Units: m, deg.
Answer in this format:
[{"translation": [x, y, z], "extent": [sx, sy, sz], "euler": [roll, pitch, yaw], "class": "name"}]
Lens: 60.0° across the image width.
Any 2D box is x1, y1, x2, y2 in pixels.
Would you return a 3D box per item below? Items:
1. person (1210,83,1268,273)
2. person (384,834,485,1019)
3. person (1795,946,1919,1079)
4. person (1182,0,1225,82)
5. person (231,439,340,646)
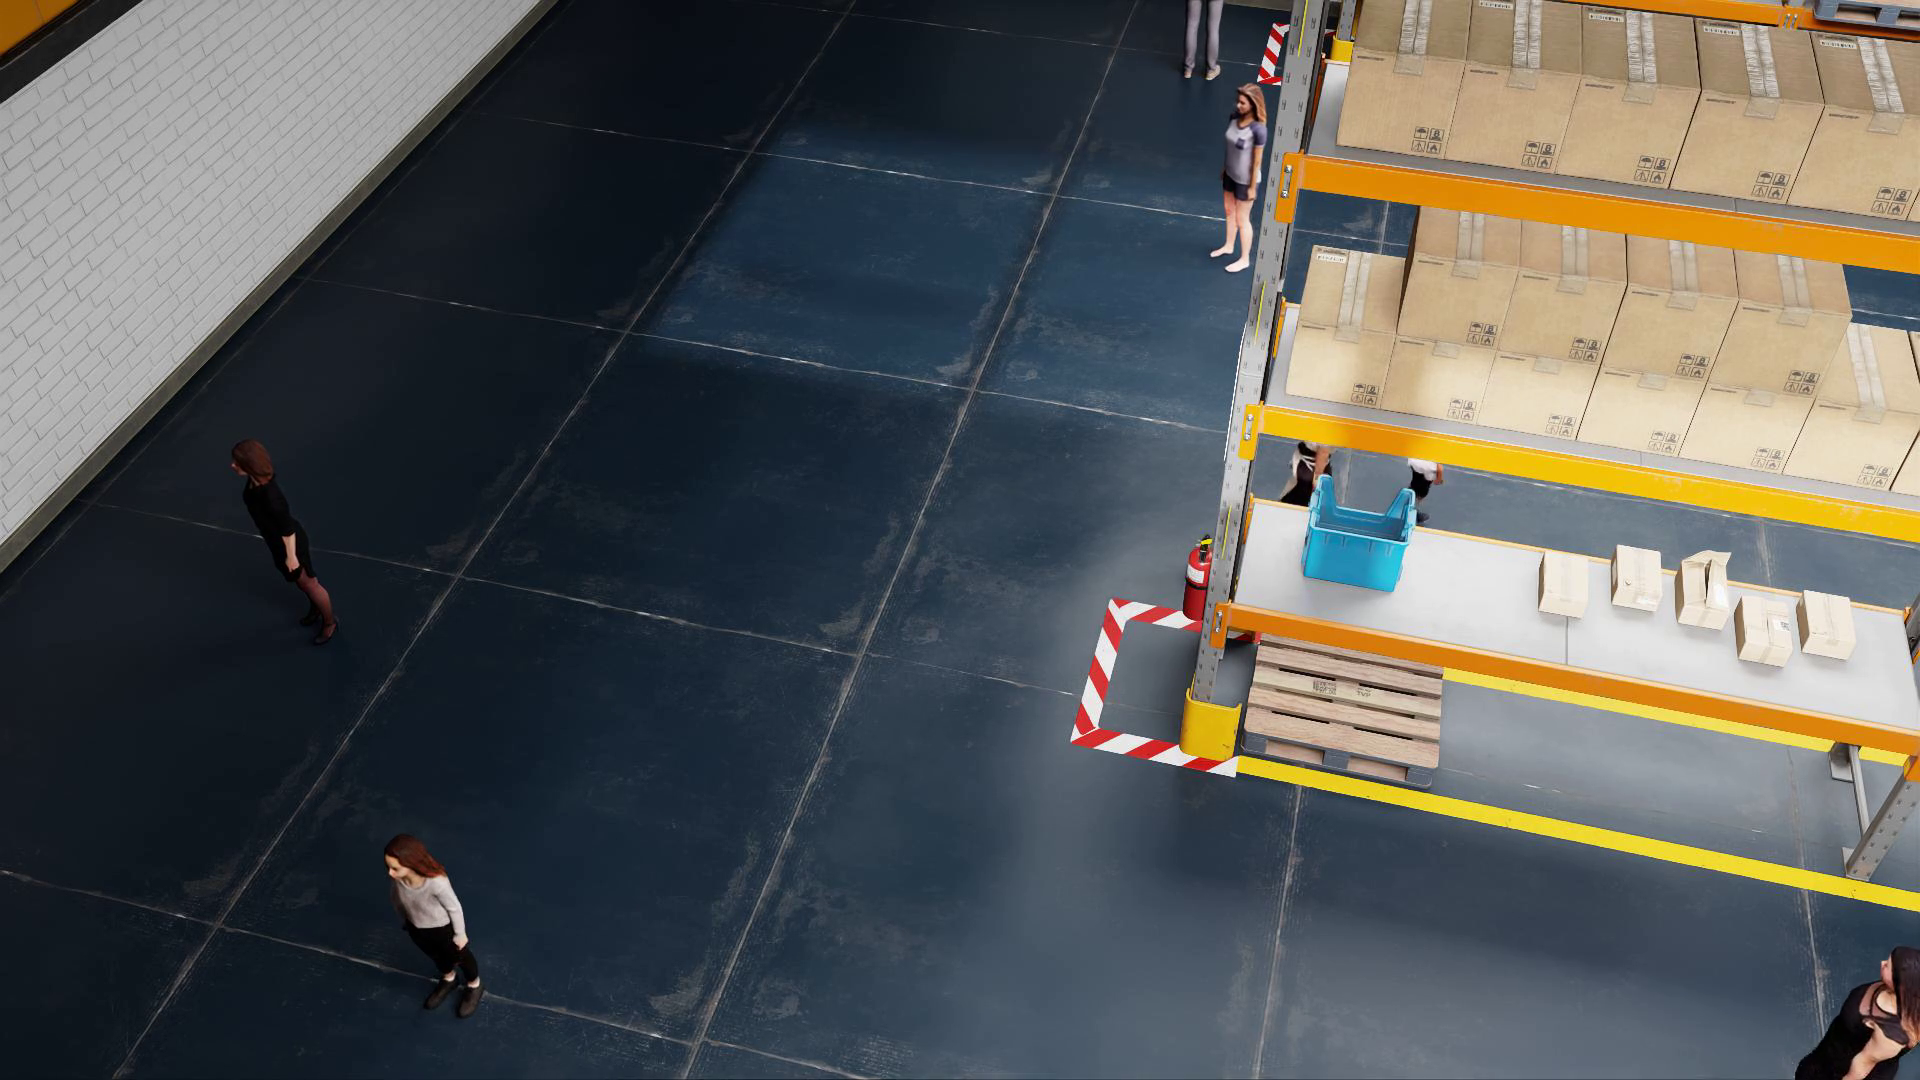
[{"translation": [2.396, -3.080, 14.075], "extent": [0.733, 1.724, 0.686], "euler": [-18, 47, -18], "class": "person"}, {"translation": [-2.809, 2.036, 8.879], "extent": [0.416, 1.484, 0.614], "euler": [13, 45, 13], "class": "person"}, {"translation": [4.455, 2.600, 8.128], "extent": [0.922, 1.704, 0.829], "euler": [30, 51, 27], "class": "person"}, {"translation": [2.447, -5.519, 16.480], "extent": [0.476, 1.939, 0.716], "euler": [11, 45, 12], "class": "person"}, {"translation": [-4.391, 0.011, 10.845], "extent": [0.719, 1.704, 0.637], "euler": [-26, 49, -25], "class": "person"}]
